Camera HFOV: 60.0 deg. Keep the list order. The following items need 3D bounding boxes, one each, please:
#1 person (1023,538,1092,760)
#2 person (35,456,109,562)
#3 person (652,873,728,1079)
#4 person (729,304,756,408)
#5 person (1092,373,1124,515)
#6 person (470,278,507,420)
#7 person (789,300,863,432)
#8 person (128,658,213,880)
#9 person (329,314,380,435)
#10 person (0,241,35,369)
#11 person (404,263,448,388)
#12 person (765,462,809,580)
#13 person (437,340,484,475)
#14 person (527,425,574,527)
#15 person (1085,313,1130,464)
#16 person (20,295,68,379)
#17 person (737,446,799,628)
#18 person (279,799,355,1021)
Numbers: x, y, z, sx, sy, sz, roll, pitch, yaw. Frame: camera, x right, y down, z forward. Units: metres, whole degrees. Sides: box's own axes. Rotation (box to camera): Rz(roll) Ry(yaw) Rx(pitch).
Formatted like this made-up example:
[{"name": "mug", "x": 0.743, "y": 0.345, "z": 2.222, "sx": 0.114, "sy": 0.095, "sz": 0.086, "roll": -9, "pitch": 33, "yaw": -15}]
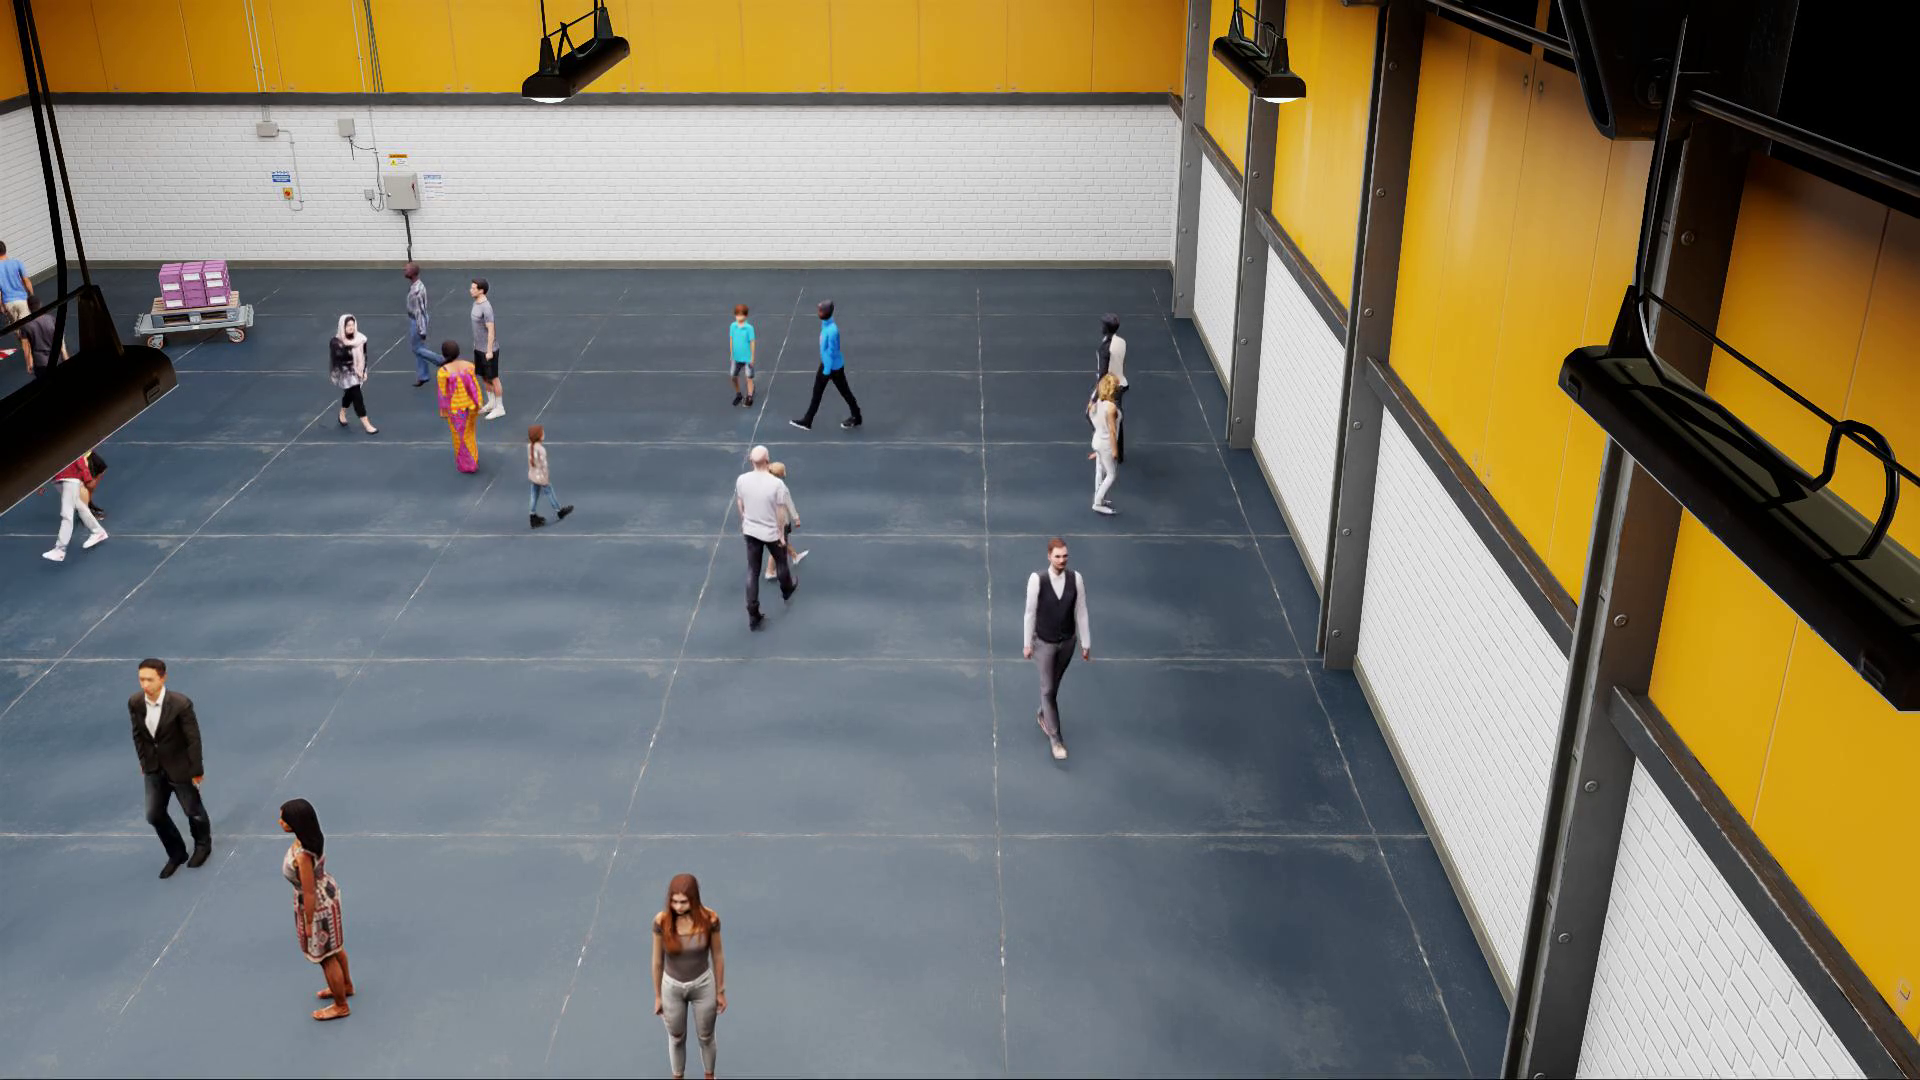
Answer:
[{"name": "person", "x": 0.780, "y": 0.833, "z": 14.318, "sx": 0.915, "sy": 1.908, "sz": 1.193, "roll": -7, "pitch": 25, "yaw": -16}, {"name": "person", "x": -9.629, "y": -0.712, "z": 18.010, "sx": 0.925, "sy": 1.782, "sz": 1.249, "roll": 7, "pitch": 25, "yaw": 16}, {"name": "person", "x": -1.655, "y": 2.750, "z": 10.169, "sx": 0.606, "sy": 1.719, "sz": 0.535, "roll": -2, "pitch": 24, "yaw": -5}, {"name": "person", "x": -2.915, "y": -2.530, "z": 22.592, "sx": 0.610, "sy": 1.442, "sz": 0.613, "roll": 8, "pitch": 25, "yaw": 17}, {"name": "person", "x": 1.654, "y": -1.107, "z": 19.062, "sx": 0.762, "sy": 1.663, "sz": 0.591, "roll": -11, "pitch": 26, "yaw": -24}, {"name": "person", "x": -6.300, "y": -2.566, "z": 22.140, "sx": 0.795, "sy": 1.871, "sz": 0.698, "roll": -17, "pitch": 29, "yaw": -34}, {"name": "person", "x": -1.551, "y": -2.212, "z": 21.508, "sx": 1.016, "sy": 1.729, "sz": 1.218, "roll": -10, "pitch": 25, "yaw": -21}, {"name": "person", "x": -5.919, "y": 1.654, "z": 12.590, "sx": 0.736, "sy": 1.787, "sz": 0.722, "roll": 2, "pitch": 24, "yaw": 5}, {"name": "person", "x": -7.955, "y": -2.155, "z": 21.572, "sx": 1.132, "sy": 1.574, "sz": 1.125, "roll": 22, "pitch": 32, "yaw": 40}, {"name": "person", "x": -13.662, "y": -3.369, "z": 24.055, "sx": 0.925, "sy": 1.809, "sz": 1.269, "roll": -7, "pitch": 24, "yaw": -15}, {"name": "person", "x": -7.463, "y": -2.994, "z": 23.232, "sx": 0.818, "sy": 1.780, "sz": 0.844, "roll": -6, "pitch": 24, "yaw": -14}, {"name": "person", "x": -1.941, "y": -0.186, "z": 17.476, "sx": 0.866, "sy": 1.246, "sz": 0.850, "roll": -18, "pitch": 29, "yaw": -35}, {"name": "person", "x": -6.057, "y": -1.623, "z": 20.251, "sx": 0.926, "sy": 1.656, "sz": 0.865, "roll": 22, "pitch": 32, "yaw": 40}, {"name": "person", "x": -4.788, "y": -0.709, "z": 18.761, "sx": 0.748, "sy": 1.174, "sz": 0.831, "roll": 19, "pitch": 30, "yaw": 36}, {"name": "person", "x": 1.915, "y": -1.835, "z": 20.458, "sx": 0.882, "sy": 1.879, "sz": 0.816, "roll": 20, "pitch": 31, "yaw": 38}, {"name": "person", "x": -11.884, "y": -2.293, "z": 21.670, "sx": 1.020, "sy": 1.747, "sz": 1.156, "roll": -16, "pitch": 28, "yaw": -32}, {"name": "person", "x": -1.977, "y": -0.005, "z": 16.390, "sx": 0.912, "sy": 1.785, "sz": 1.263, "roll": 6, "pitch": 24, "yaw": 14}, {"name": "person", "x": -4.244, "y": 2.424, "z": 11.009, "sx": 0.771, "sy": 1.644, "sz": 0.583, "roll": -7, "pitch": 25, "yaw": -16}]
